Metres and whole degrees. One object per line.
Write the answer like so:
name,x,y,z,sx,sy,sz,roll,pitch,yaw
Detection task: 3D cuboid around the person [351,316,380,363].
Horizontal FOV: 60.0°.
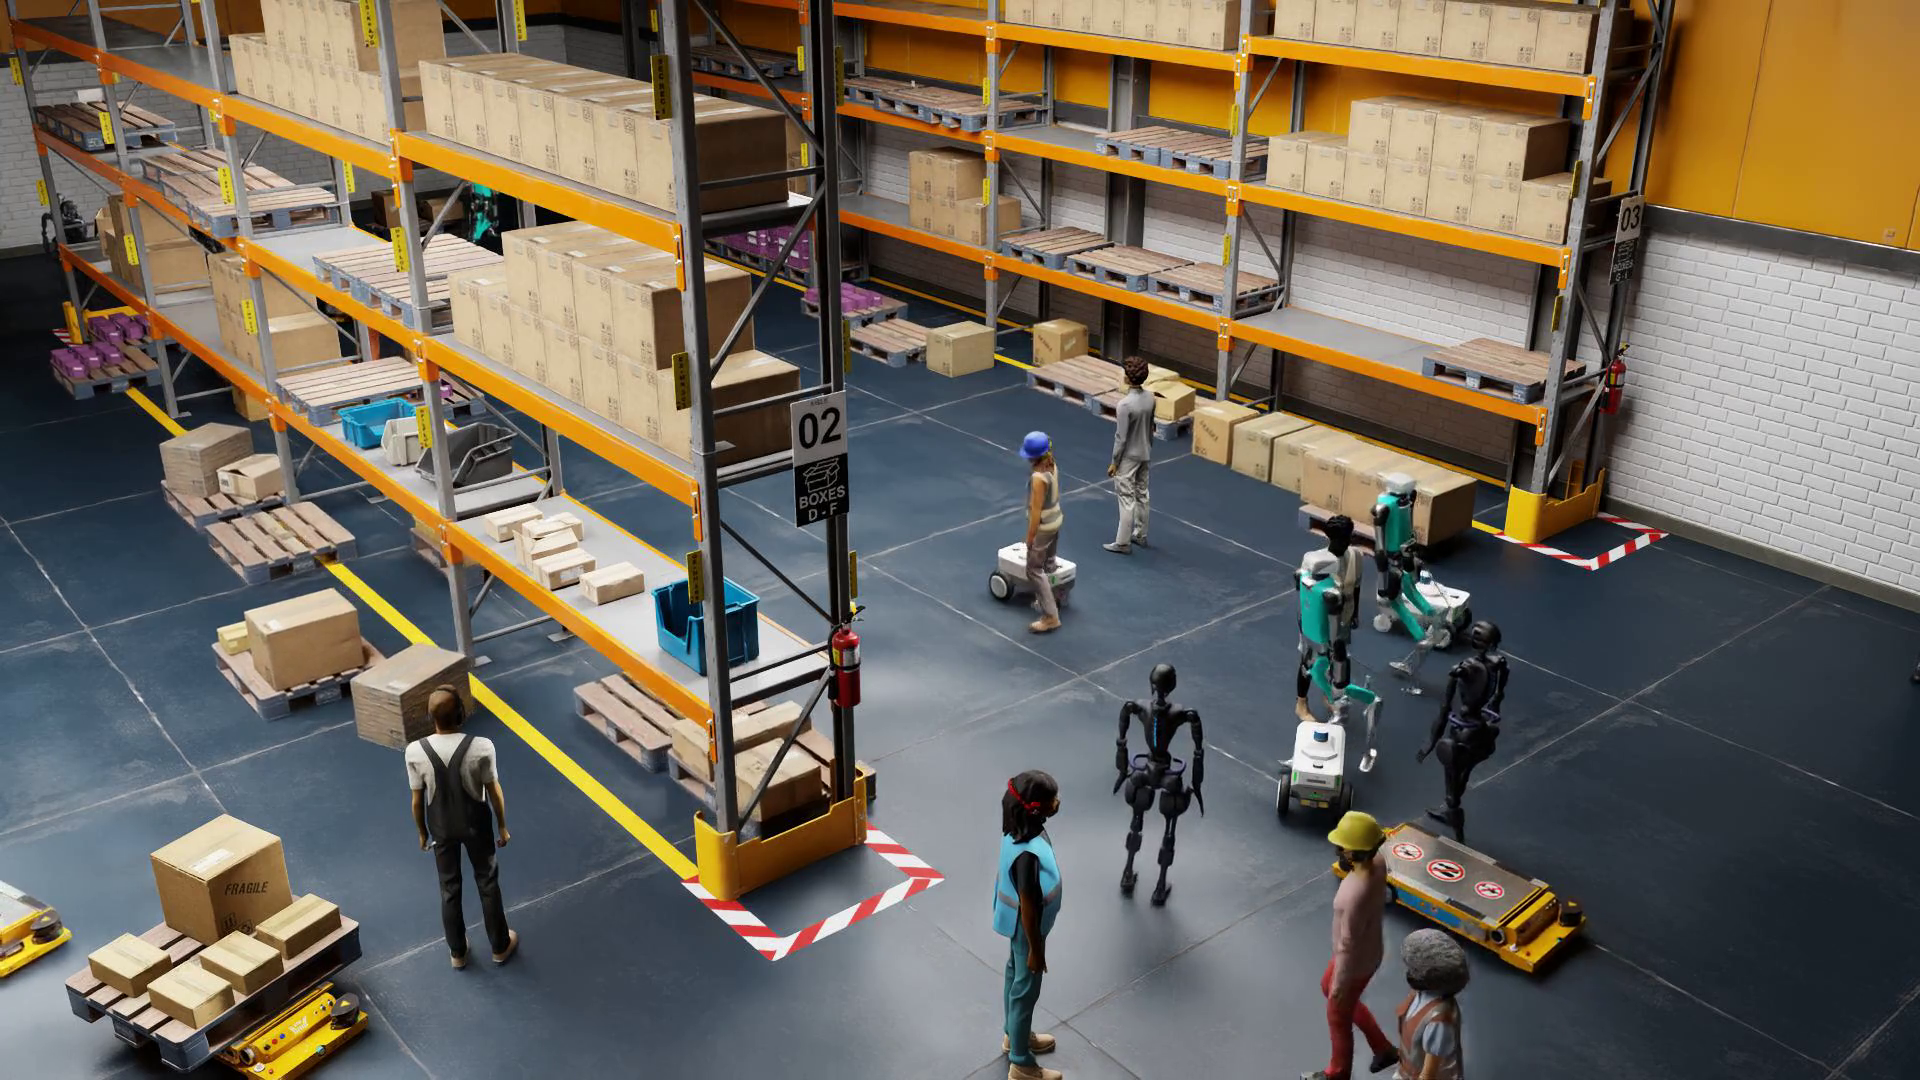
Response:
person,-7.169,-2.726,20.078,0.500,1.759,0.332,14,27,30

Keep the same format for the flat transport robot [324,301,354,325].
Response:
flat transport robot,-7.961,-3.152,22.942,1.431,0.231,0.659,4,24,10

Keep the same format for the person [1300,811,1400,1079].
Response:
person,2.077,2.182,8.702,0.434,1.751,0.529,10,25,22

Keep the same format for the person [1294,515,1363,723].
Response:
person,2.770,0.587,12.491,0.535,1.692,0.319,-10,25,-21

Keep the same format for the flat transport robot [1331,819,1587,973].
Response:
flat transport robot,3.141,2.211,10.523,0.659,0.231,1.431,-21,31,-39

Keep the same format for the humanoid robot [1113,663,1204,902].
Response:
humanoid robot,1.243,1.497,10.386,0.589,1.650,0.370,7,24,16

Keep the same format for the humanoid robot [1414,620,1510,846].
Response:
humanoid robot,3.295,1.278,10.943,0.604,1.642,0.613,-12,26,-25

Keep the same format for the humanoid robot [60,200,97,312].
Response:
humanoid robot,-11.985,-3.807,22.675,0.613,1.648,0.345,21,31,40

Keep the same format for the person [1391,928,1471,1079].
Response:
person,2.151,2.568,7.953,0.877,1.631,0.467,-1,23,-1

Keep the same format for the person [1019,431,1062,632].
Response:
person,0.724,-0.119,14.049,0.392,1.757,0.641,8,25,17

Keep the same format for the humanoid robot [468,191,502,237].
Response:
humanoid robot,-7.812,-5.829,27.448,0.683,1.911,0.565,13,27,27

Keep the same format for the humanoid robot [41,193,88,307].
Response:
humanoid robot,-12.460,-4.025,23.185,0.616,1.636,0.351,-7,24,-15

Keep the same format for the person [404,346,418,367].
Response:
person,-6.616,-2.685,20.034,0.573,1.705,0.762,-2,23,-5

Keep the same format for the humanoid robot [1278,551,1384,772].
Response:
humanoid robot,2.775,0.874,11.801,0.968,1.758,0.547,-7,24,-15

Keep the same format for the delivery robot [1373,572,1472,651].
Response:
delivery robot,3.905,0.567,13.984,0.805,0.606,0.499,14,27,30

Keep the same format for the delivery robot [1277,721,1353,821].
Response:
delivery robot,2.500,1.577,11.613,0.499,0.581,0.774,6,24,13

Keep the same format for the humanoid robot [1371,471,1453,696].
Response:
humanoid robot,3.550,0.394,12.917,0.769,1.828,0.546,19,30,37

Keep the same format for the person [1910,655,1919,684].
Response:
person,7.814,0.263,12.952,0.546,1.926,0.388,13,27,28

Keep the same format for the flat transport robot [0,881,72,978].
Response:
flat transport robot,-6.211,2.337,10.232,1.431,0.231,0.659,13,27,28

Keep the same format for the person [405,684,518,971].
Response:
person,-2.918,1.689,9.745,0.512,1.843,0.325,-3,24,-8

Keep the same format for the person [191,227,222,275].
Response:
person,-10.531,-4.276,23.519,0.768,1.879,0.662,-12,26,-26

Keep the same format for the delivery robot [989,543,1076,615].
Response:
delivery robot,0.646,0.297,14.616,0.505,0.611,0.782,-21,31,-40

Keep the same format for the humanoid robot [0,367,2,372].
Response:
humanoid robot,-12.185,-2.832,20.490,0.535,1.901,0.710,-10,25,-22

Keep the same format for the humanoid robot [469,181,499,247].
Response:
humanoid robot,-7.258,-4.869,25.050,0.546,1.742,0.947,12,26,25

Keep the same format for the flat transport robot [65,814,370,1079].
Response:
flat transport robot,-4.131,2.652,9.503,1.431,0.231,0.659,13,27,28

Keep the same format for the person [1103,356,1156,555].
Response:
person,1.604,-0.777,15.389,0.532,1.899,0.395,-21,31,-40

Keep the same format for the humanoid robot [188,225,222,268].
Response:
humanoid robot,-10.504,-3.983,23.104,0.421,1.633,0.609,9,25,20

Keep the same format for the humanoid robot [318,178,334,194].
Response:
humanoid robot,-8.652,-4.254,23.633,0.697,1.775,0.531,-4,24,-9

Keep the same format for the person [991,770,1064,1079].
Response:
person,0.363,2.055,8.869,0.391,1.868,0.522,-1,23,-2
